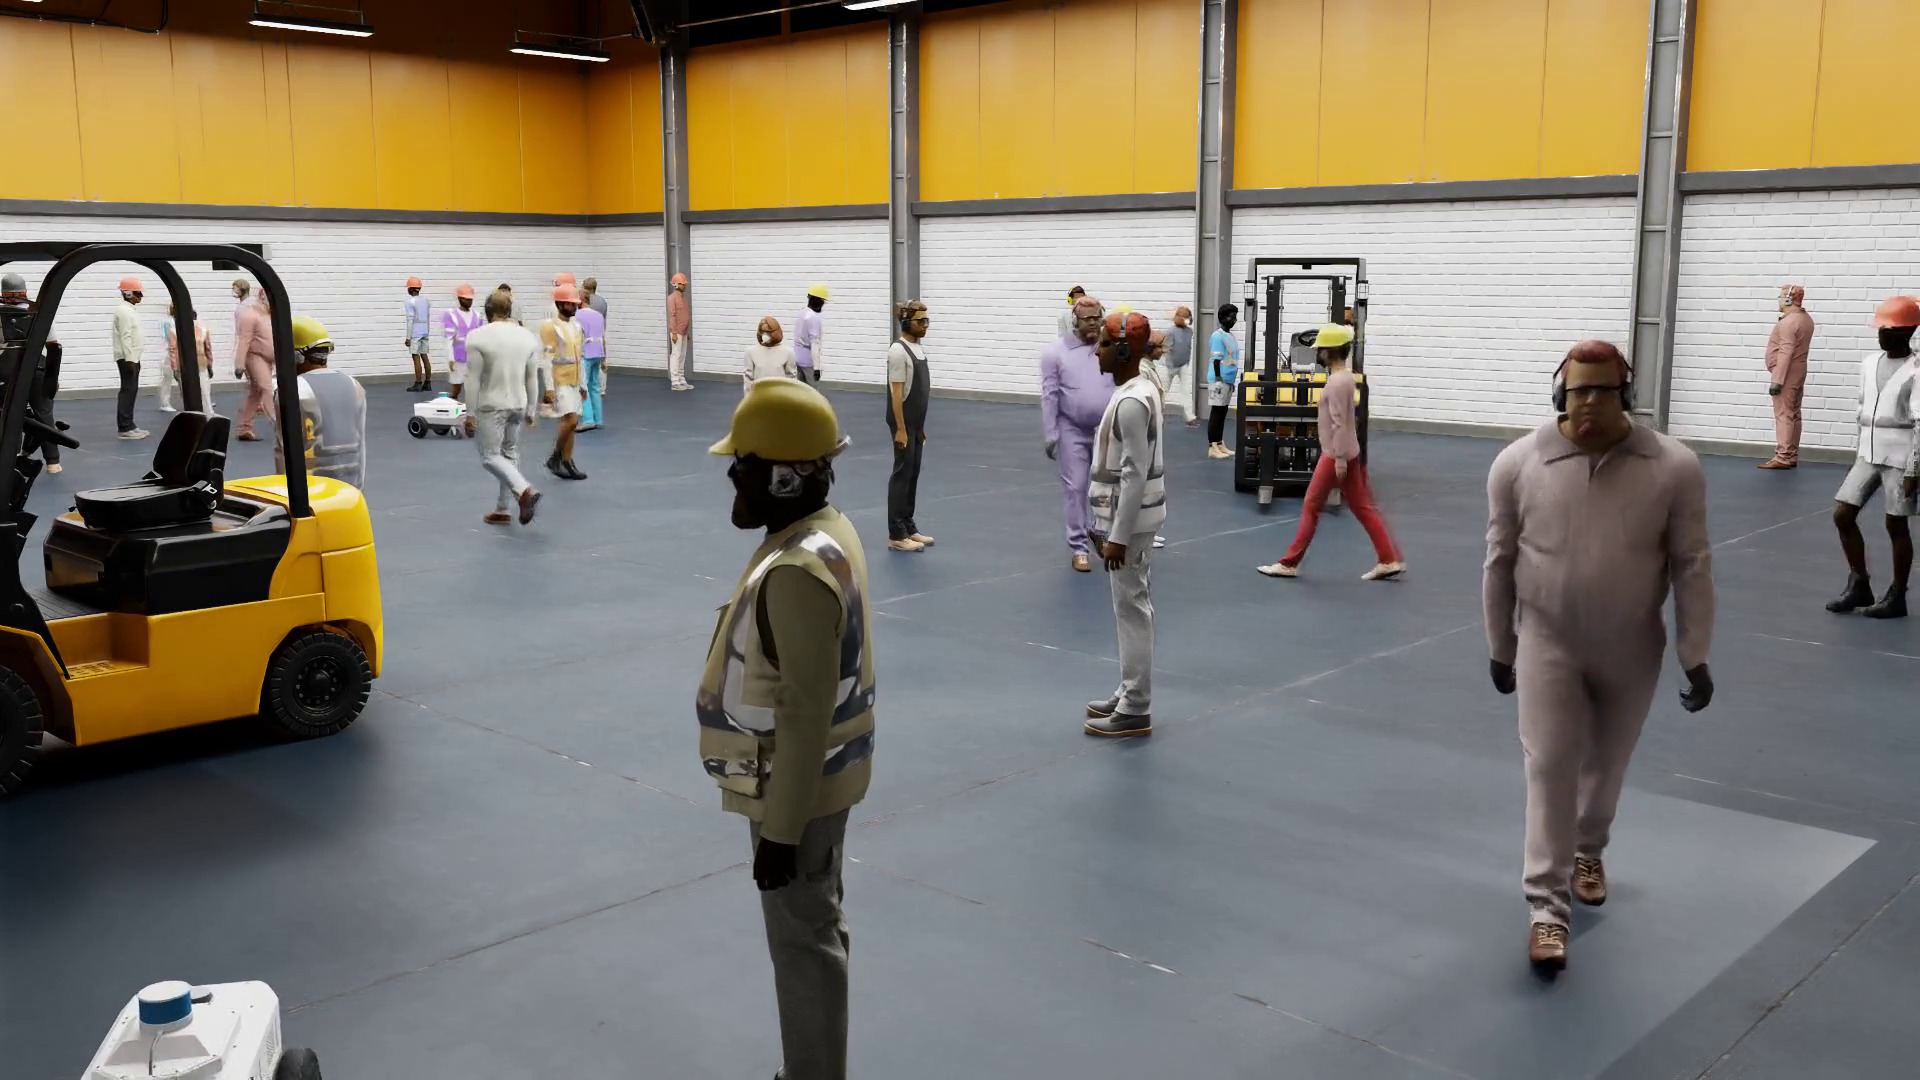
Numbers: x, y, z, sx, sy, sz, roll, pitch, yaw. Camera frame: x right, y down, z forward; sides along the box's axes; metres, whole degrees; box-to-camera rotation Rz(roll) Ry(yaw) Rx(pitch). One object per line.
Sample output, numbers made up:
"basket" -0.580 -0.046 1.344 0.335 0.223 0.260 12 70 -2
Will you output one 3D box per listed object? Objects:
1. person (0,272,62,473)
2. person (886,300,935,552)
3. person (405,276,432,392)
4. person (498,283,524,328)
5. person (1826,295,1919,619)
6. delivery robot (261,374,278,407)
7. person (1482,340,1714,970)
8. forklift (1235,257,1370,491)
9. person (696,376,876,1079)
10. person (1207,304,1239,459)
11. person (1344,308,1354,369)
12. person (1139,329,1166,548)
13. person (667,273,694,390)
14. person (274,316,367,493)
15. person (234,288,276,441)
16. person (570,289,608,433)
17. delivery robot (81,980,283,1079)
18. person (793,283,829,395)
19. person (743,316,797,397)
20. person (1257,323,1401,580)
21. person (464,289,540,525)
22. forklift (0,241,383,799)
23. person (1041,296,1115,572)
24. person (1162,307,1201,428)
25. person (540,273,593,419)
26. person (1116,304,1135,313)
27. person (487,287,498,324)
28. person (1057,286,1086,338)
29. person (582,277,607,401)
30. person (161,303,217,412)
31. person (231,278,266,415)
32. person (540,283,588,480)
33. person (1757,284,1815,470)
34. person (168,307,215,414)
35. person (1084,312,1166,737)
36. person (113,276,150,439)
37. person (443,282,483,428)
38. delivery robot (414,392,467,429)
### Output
"person" -9.466 -1.676 16.789 0.684 2.000 0.538 -5 11 -29
"person" -0.372 -0.840 12.262 0.327 1.843 0.514 3 10 16
"person" -9.183 -3.475 28.121 0.352 1.942 0.546 4 10 21
"person" -7.162 -3.145 26.378 0.509 1.857 0.659 -3 10 -17
"person" 5.425 -0.472 9.797 0.609 1.913 0.563 -3 10 -18
"delivery robot" -9.869 -2.150 23.950 0.477 0.478 0.707 2 10 15
"person" 1.954 0.316 5.146 0.651 1.858 0.987 2 10 14
"forklift" 3.309 -1.629 16.029 1.214 2.155 2.313 2 9 11
"person" -0.394 0.544 3.804 0.404 1.835 0.590 0 9 -3
"person" 2.884 -1.735 18.212 0.321 1.694 0.529 5 10 26
"person" 4.712 -2.072 20.509 0.509 1.622 0.332 8 12 39
"person" 1.393 -0.760 12.426 0.331 1.631 0.516 2 10 13
"person" -4.801 -3.563 28.499 0.376 1.995 0.612 2 10 13
"person" -3.425 -0.281 8.899 0.403 1.823 0.590 4 10 24
"person" -8.283 -2.092 19.916 0.952 1.848 0.708 0 9 3
"person" -4.733 -2.277 21.188 0.530 1.813 0.795 4 10 24
"delivery robot" -1.670 1.181 3.526 0.477 0.478 0.707 -2 9 -13
"person" -1.891 -2.168 20.284 0.575 1.891 0.807 -5 10 -26
"person" -1.780 -1.282 15.614 0.499 1.633 0.289 0 9 1
"person" 2.512 -0.577 11.040 0.927 1.720 0.548 3 10 20
"person" -3.603 -1.035 13.245 0.728 1.918 0.633 7 12 37
"forklift" -3.706 -0.171 7.093 1.214 2.155 2.313 9 13 43
"person" 0.888 -0.738 11.499 0.659 1.889 0.538 -1 9 -6
"person" 2.837 -2.286 21.962 0.521 1.584 0.896 -6 11 -34
"person" -5.387 -2.659 22.892 0.923 2.003 0.641 0 9 1
"person" 1.624 -1.504 16.724 0.526 1.725 0.891 0 9 2
"person" -8.419 -3.756 30.477 0.484 1.735 0.311 3 10 16
"person" 1.395 -2.122 20.050 0.514 1.871 0.327 -6 11 -32
"person" -5.784 -3.152 26.149 0.372 1.940 0.630 4 10 21
"person" -11.243 -2.639 24.048 0.830 1.602 0.535 2 9 11
"person" -10.126 -2.747 23.672 0.354 1.936 0.635 -6 11 -34
"person" -3.832 -1.537 16.278 0.400 1.926 0.567 4 10 21
"person" 8.548 -1.682 17.232 0.407 1.910 0.640 9 13 43
"person" -9.615 -2.124 20.868 0.526 1.595 0.859 -7 11 -35
"person" 0.735 -0.066 7.397 0.354 1.883 0.572 2 9 9
"person" -10.131 -2.226 20.372 0.436 1.981 0.630 -3 10 -18
"person" -6.396 -2.366 21.440 0.557 1.904 0.874 -7 12 -38
"delivery robot" -6.327 -1.569 20.388 0.707 0.478 0.477 4 10 23
